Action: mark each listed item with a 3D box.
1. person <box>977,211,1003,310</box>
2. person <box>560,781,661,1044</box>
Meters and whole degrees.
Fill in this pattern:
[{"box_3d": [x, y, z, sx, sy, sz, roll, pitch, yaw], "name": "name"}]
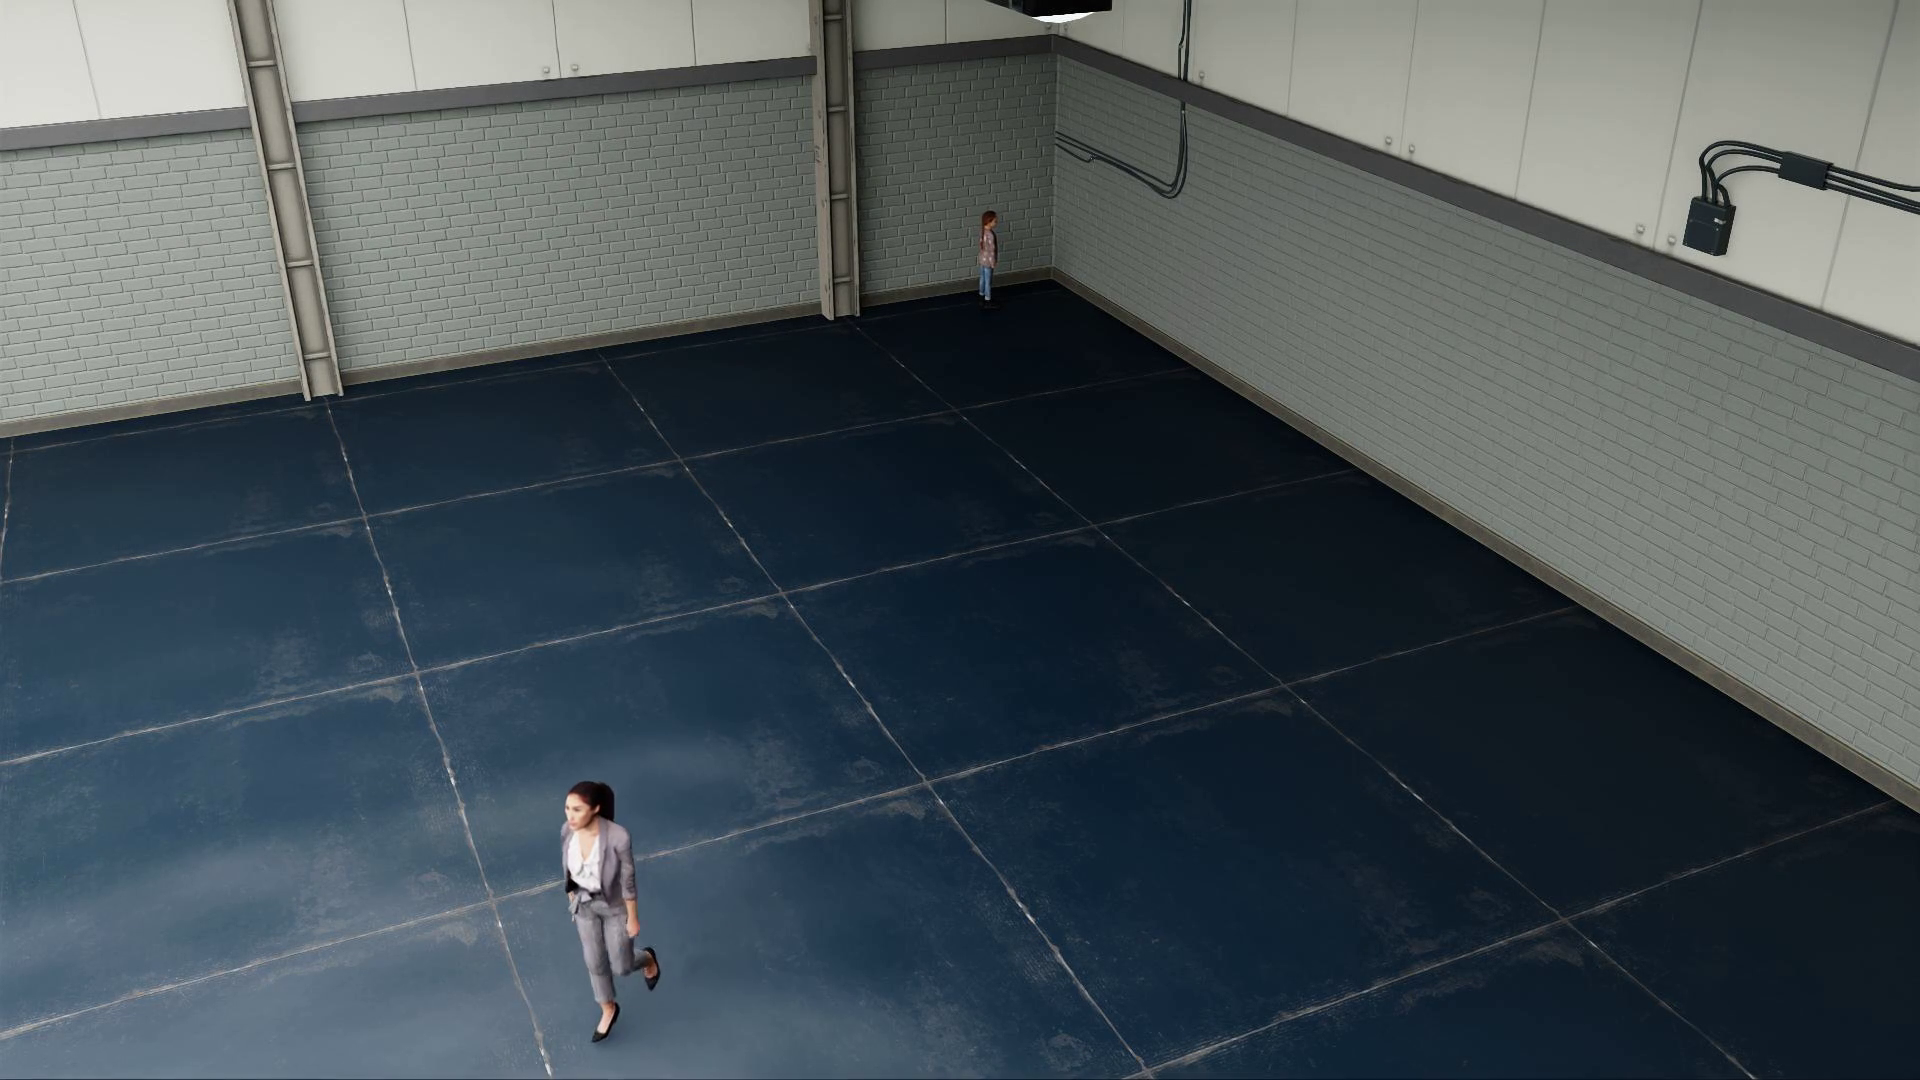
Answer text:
[{"box_3d": [0.331, -3.423, 20.243, 0.463, 1.193, 0.474, -11, 29, -20], "name": "person"}, {"box_3d": [-1.915, 2.005, 9.196, 0.864, 1.657, 0.929, 11, 29, 20], "name": "person"}]
